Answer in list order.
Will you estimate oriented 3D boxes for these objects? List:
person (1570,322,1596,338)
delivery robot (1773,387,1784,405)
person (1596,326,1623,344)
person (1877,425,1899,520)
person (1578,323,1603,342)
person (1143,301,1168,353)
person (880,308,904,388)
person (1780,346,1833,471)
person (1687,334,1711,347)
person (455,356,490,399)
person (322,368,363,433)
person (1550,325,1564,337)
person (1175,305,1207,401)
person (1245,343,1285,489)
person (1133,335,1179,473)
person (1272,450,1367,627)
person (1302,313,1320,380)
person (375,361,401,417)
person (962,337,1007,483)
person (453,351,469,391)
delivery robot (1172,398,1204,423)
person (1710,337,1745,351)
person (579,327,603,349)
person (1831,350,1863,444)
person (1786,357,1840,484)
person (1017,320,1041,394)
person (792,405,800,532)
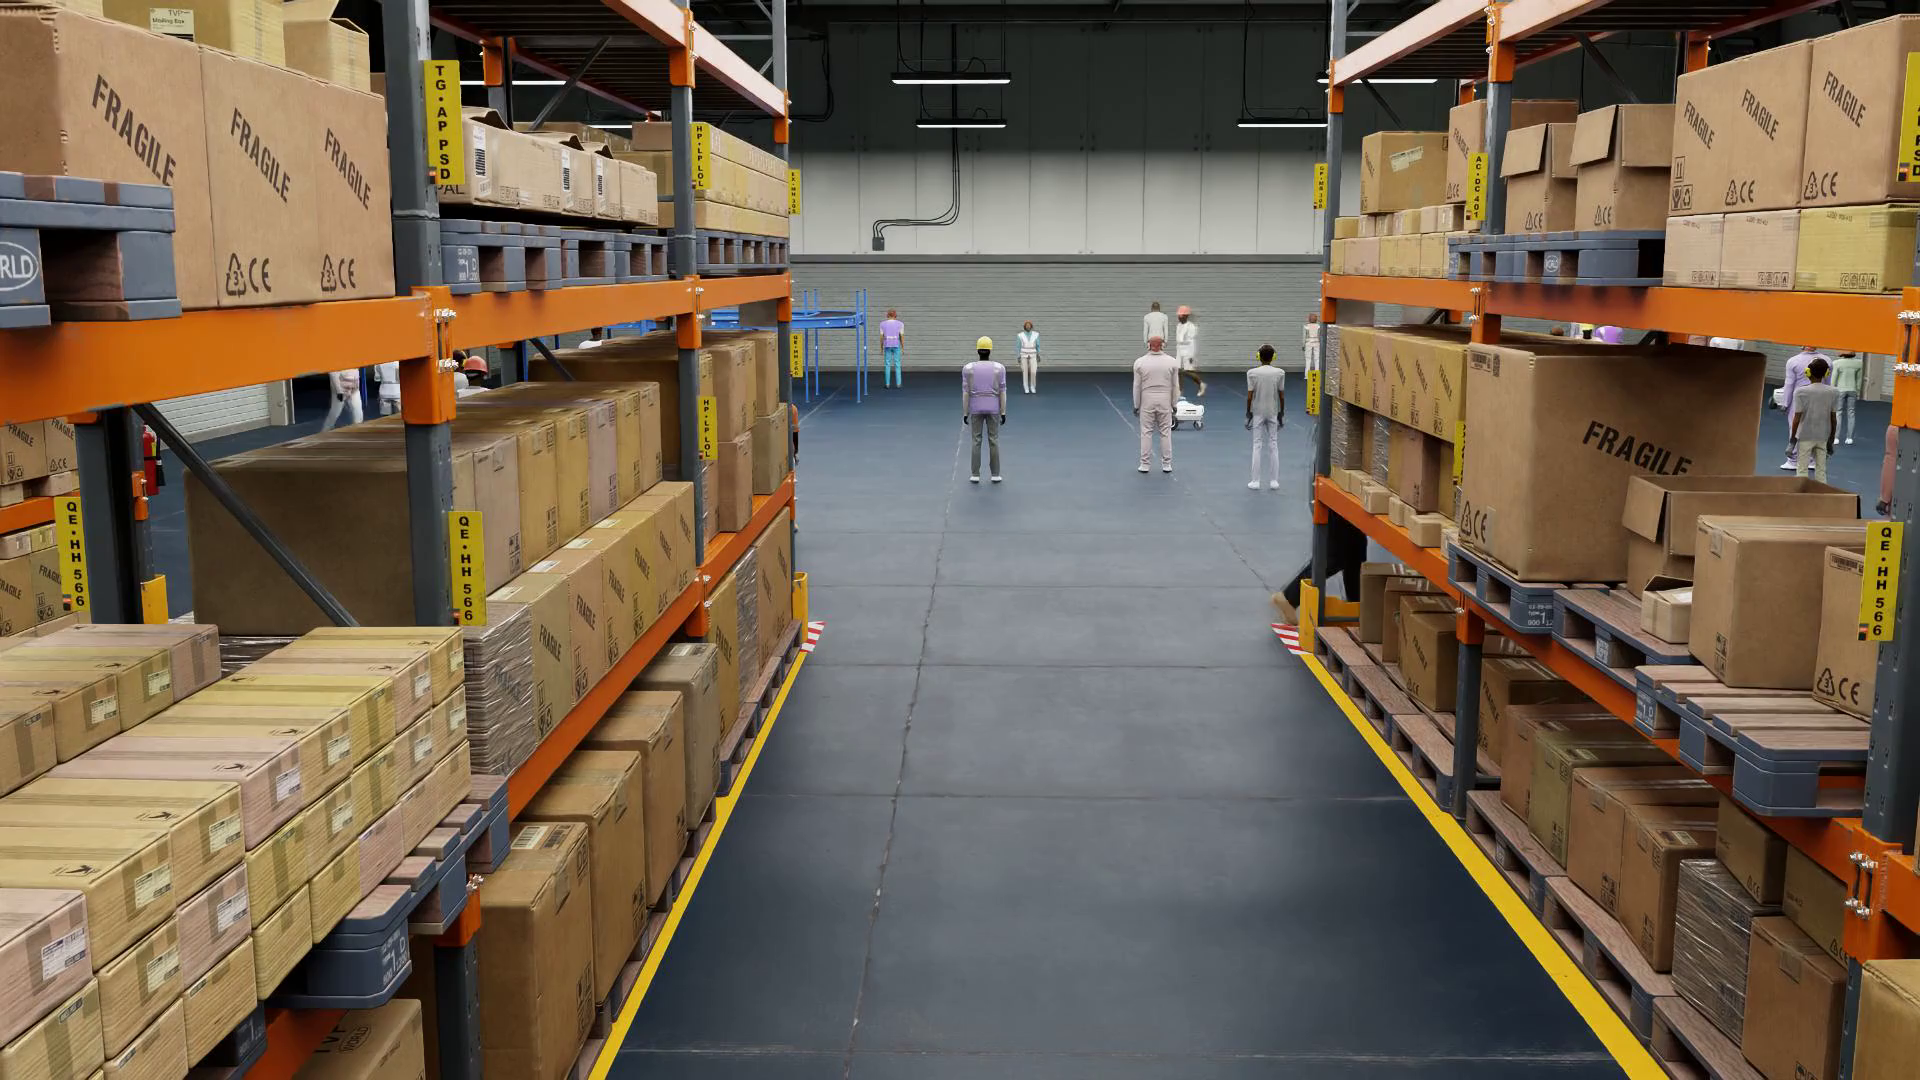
[{"bbox_3d":[14.936,-4.721,39.922,0.601,1.941,0.395,0,9,1],"label":"person"},{"bbox_3d":[16.500,-2.904,33.031,0.707,0.478,0.477,-6,11,-32],"label":"delivery robot"},{"bbox_3d":[13.286,-3.751,34.143,0.542,1.931,0.366,0,9,1],"label":"person"},{"bbox_3d":[8.062,-0.377,14.026,0.648,1.904,0.403,0,9,1],"label":"person"},{"bbox_3d":[11.046,-2.932,29.338,0.612,1.890,0.892,3,10,20],"label":"person"},{"bbox_3d":[4.853,-4.947,41.295,0.629,1.936,0.373,0,9,1],"label":"person"},{"bbox_3d":[-1.572,-4.433,38.500,0.564,1.839,0.390,0,9,1],"label":"person"},{"bbox_3d":[11.826,-1.926,23.285,0.640,1.909,0.409,0,9,1],"label":"person"},{"bbox_3d":[16.564,-4.294,37.470,0.640,1.908,0.409,0,9,1],"label":"person"},{"bbox_3d":[-5.036,-0.958,17.414,0.542,1.931,0.366,0,9,1],"label":"person"},{"bbox_3d":[-9.720,-2.349,26.179,0.976,1.799,0.632,5,11,27],"label":"person"},{"bbox_3d":[10.036,-2.695,28.084,0.624,1.844,0.429,0,9,1],"label":"person"},{"bbox_3d":[4.815,-3.946,35.095,0.834,2.019,0.605,-5,11,-28],"label":"person"},{"bbox_3d":[3.924,-1.592,21.396,0.508,1.872,0.329,0,9,1],"label":"person"},{"bbox_3d":[2.709,-1.886,23.045,0.640,1.909,0.409,0,9,1],"label":"person"},{"bbox_3d":[2.959,-0.289,13.202,0.905,2.000,0.684,0,9,3],"label":"person"},{"bbox_3d":[8.731,-4.783,41.193,0.510,1.640,0.308,0,9,1],"label":"person"},{"bbox_3d":[-8.725,-2.199,25.582,0.574,1.688,0.324,1,10,5],"label":"person"},{"bbox_3d":[0.322,-1.721,21.994,0.585,1.927,0.366,0,9,1],"label":"person"},{"bbox_3d":[-5.993,-1.358,20.011,0.508,1.865,0.329,0,9,1],"label":"person"},{"bbox_3d":[3.901,-2.247,29.093,0.707,0.478,0.477,0,10,1],"label":"delivery robot"},{"bbox_3d":[13.487,-2.962,29.331,0.602,1.960,0.368,0,9,1],"label":"person"},{"bbox_3d":[-6.029,-2.669,27.712,0.591,1.915,0.393,0,9,1],"label":"person"},{"bbox_3d":[14.171,-2.350,26.642,0.497,1.633,0.284,0,9,1],"label":"person"},{"bbox_3d":[9.381,-1.079,18.322,0.508,1.872,0.329,0,9,1],"label":"person"},{"bbox_3d":[1.528,-4.036,36.761,0.547,1.612,0.619,-1,9,-3],"label":"person"},{"bbox_3d":[-1.979,-0.921,17.893,0.532,1.696,0.319,0,9,1],"label":"person"}]
